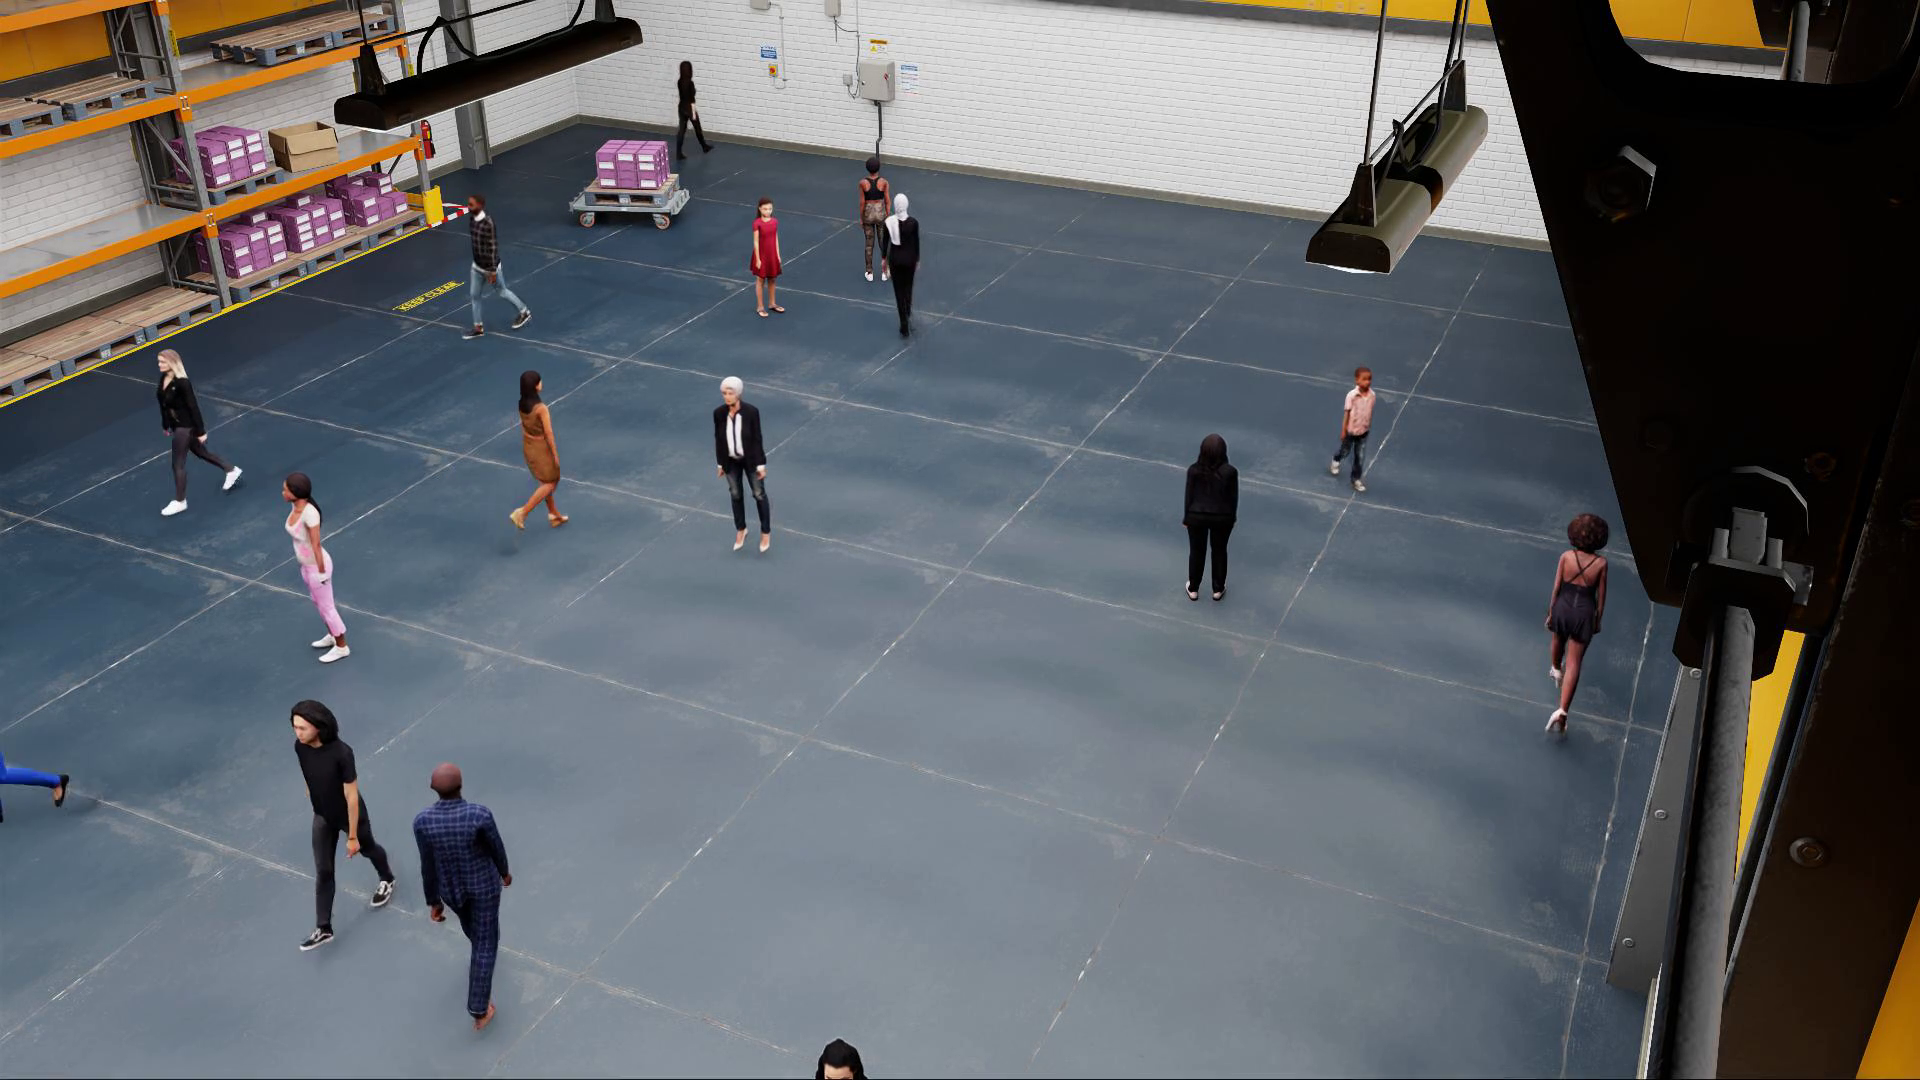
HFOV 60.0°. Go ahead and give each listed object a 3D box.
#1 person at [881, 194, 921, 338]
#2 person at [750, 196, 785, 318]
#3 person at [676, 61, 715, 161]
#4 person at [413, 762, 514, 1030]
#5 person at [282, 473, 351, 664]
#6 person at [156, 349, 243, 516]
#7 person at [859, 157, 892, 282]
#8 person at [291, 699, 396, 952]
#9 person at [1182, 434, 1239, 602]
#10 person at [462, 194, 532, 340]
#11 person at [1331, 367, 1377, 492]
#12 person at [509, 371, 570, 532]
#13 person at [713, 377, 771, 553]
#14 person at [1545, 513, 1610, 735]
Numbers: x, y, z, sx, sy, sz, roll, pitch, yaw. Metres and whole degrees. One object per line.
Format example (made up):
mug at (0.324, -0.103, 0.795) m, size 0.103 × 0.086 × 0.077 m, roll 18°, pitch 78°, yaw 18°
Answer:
person at (-0.707, -3.384, 20.703) m, size 0.949 × 1.751 × 1.073 m, roll -6°, pitch 29°, yaw -11°
person at (-2.501, -3.679, 21.452) m, size 0.648 × 1.552 × 0.712 m, roll -22°, pitch 36°, yaw -35°
person at (-4.590, -7.105, 27.679) m, size 0.746 × 1.603 × 1.119 m, roll 19°, pitch 34°, yaw 31°
person at (-3.072, 2.229, 10.390) m, size 1.005 × 1.773 × 1.272 m, roll -1°, pitch 29°, yaw -2°
person at (-5.465, 0.212, 14.122) m, size 0.654 × 1.740 × 0.646 m, roll -21°, pitch 35°, yaw -33°
person at (-7.703, -1.140, 16.699) m, size 0.773 × 1.646 × 1.212 m, roll 19°, pitch 34°, yaw 31°
person at (-1.152, -4.355, 22.536) m, size 0.657 × 1.700 × 0.674 m, roll -1°, pitch 29°, yaw -2°
person at (-4.101, 1.793, 11.167) m, size 0.741 × 1.795 × 1.155 m, roll 9°, pitch 30°, yaw 16°
person at (2.253, -0.201, 15.008) m, size 0.733 × 1.616 × 0.739 m, roll 2°, pitch 29°, yaw 5°
person at (-5.805, -3.434, 20.760) m, size 0.929 × 1.784 × 1.275 m, roll 24°, pitch 37°, yaw 36°
person at (4.056, -1.177, 17.133) m, size 0.777 × 1.296 × 0.872 m, roll -7°, pitch 29°, yaw -13°
person at (-4.106, -0.803, 16.051) m, size 0.748 × 1.675 × 0.967 m, roll 24°, pitch 37°, yaw 37°
person at (-2.005, -0.724, 15.647) m, size 0.771 × 1.779 × 0.665 m, roll 6°, pitch 29°, yaw 10°
person at (4.854, 0.722, 13.228) m, size 0.572 × 1.701 × 1.217 m, roll 14°, pitch 32°, yaw 24°
